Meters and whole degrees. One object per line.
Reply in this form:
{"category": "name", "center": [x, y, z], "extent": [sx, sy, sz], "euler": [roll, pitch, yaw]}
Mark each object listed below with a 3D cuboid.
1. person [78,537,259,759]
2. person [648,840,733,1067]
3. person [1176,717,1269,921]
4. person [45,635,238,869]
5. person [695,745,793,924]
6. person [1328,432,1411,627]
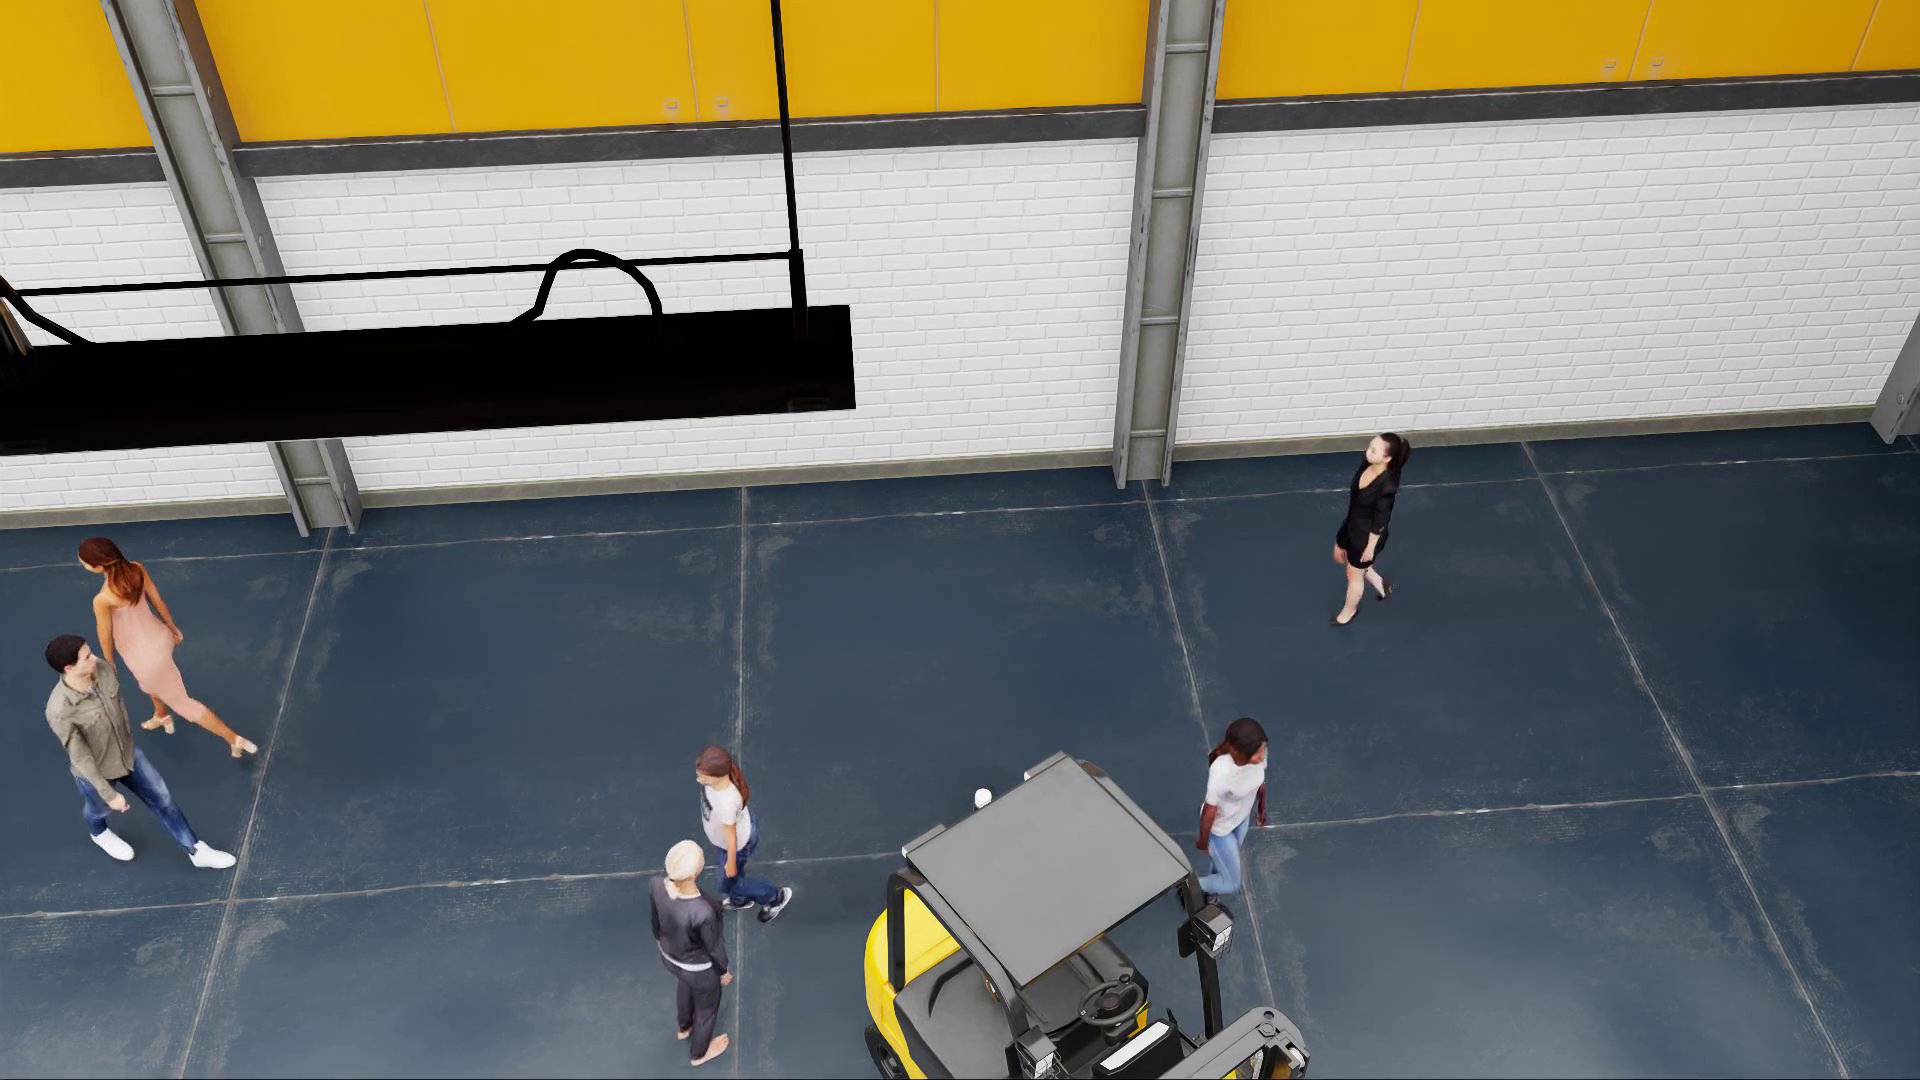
{"category": "person", "center": [-4.793, 0.712, 10.023], "extent": [1.161, 1.785, 0.751], "euler": [7, 44, 7]}
{"category": "person", "center": [-1.406, 2.138, 8.573], "extent": [0.712, 1.720, 0.790], "euler": [24, 49, 23]}
{"category": "person", "center": [1.414, 1.520, 9.227], "extent": [0.811, 1.712, 0.751], "euler": [31, 52, 29]}
{"category": "person", "center": [-4.922, 1.245, 9.445], "extent": [1.308, 1.810, 1.045], "euler": [14, 45, 14]}
{"category": "person", "center": [-1.202, 1.627, 9.237], "extent": [0.735, 1.544, 0.601], "euler": [-8, 44, -8]}
{"category": "person", "center": [2.732, -0.060, 10.904], "extent": [0.689, 1.688, 0.588], "euler": [-3, 44, -3]}
